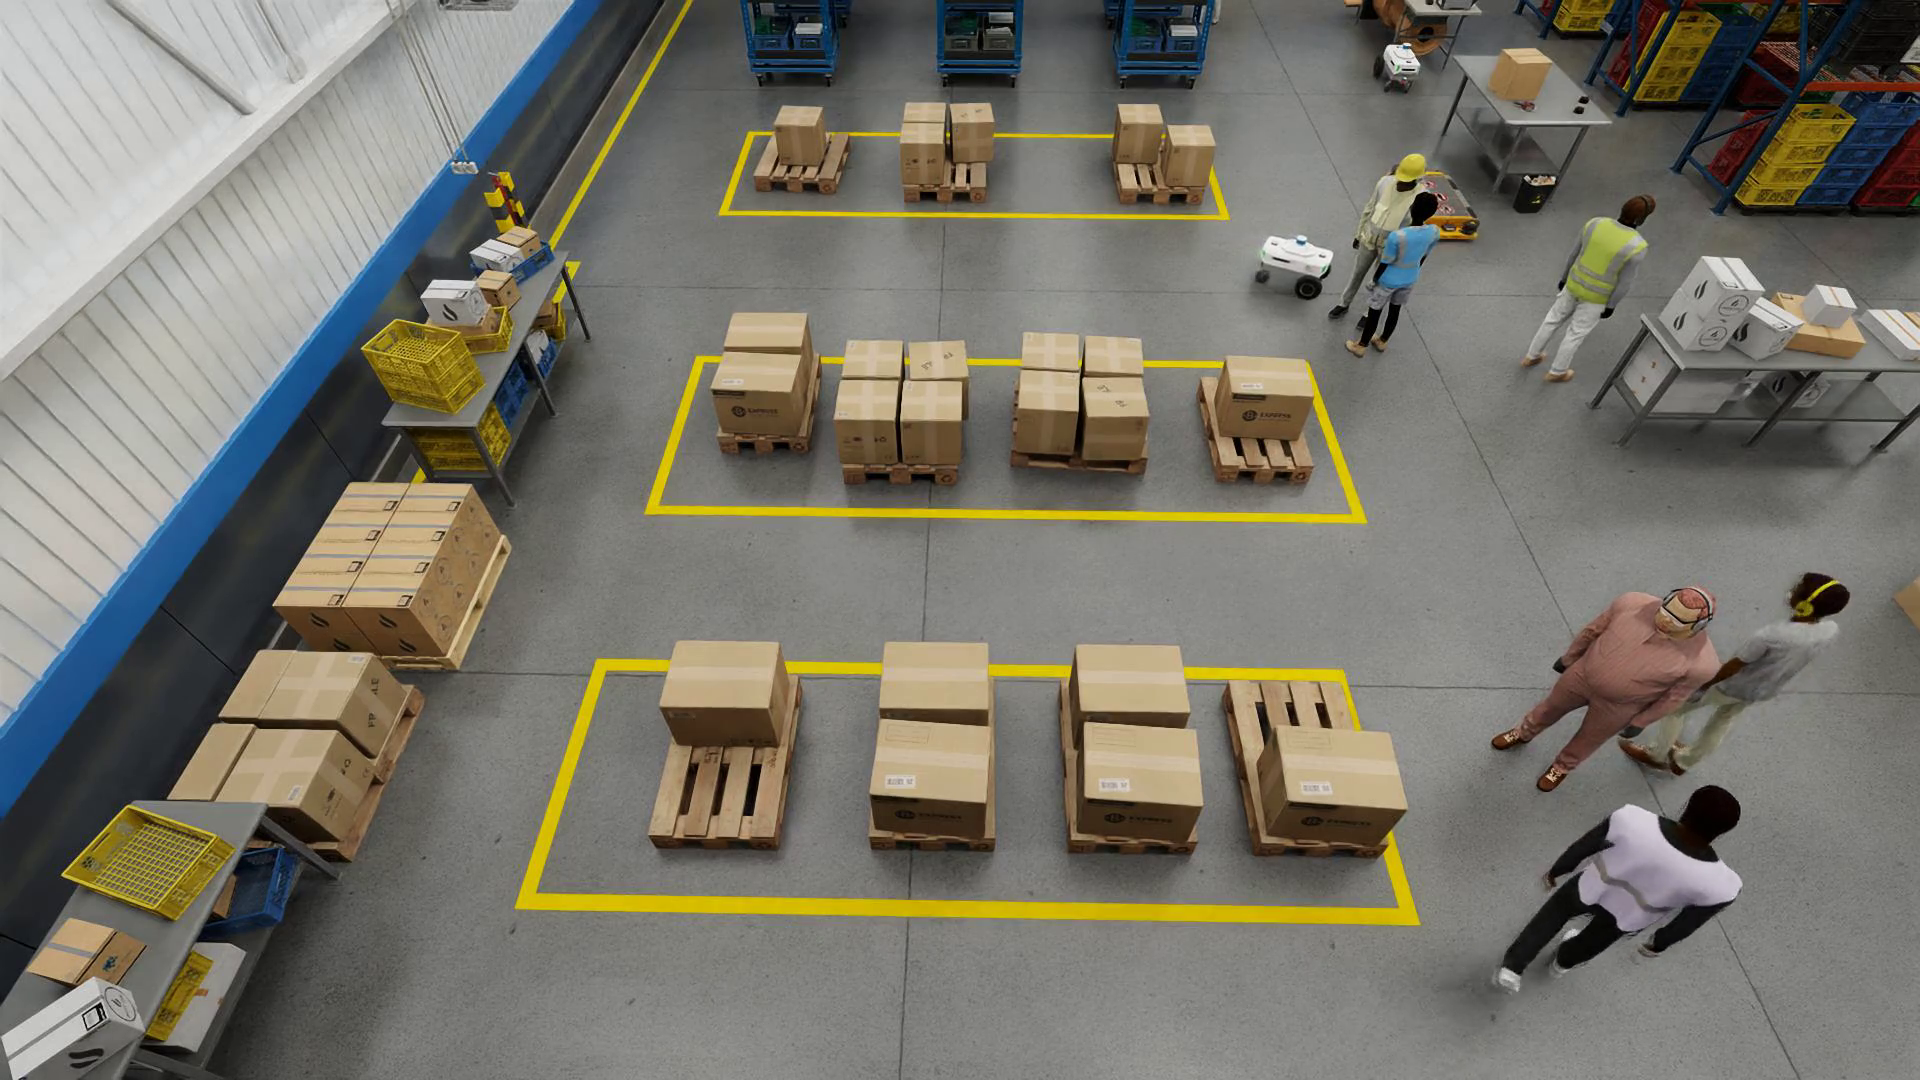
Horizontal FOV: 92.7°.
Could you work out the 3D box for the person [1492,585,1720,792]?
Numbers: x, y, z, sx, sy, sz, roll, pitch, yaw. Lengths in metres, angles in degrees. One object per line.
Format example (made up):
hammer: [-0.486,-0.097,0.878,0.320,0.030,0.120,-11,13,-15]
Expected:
person: [3.986,0.913,5.652,0.410,1.908,0.642,-23,53,-19]

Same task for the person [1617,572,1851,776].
person: [4.841,0.889,5.714,0.550,1.857,0.359,-6,49,-5]

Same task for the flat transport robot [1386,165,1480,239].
flat transport robot: [5.692,-4.094,11.059,0.652,0.197,1.431,1,49,1]

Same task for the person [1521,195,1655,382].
person: [5.834,-2.313,8.486,0.430,1.845,0.619,-19,52,-16]

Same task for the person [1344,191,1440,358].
person: [4.147,-2.499,8.741,0.535,1.697,0.318,-13,50,-11]

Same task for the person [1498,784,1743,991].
person: [3.410,1.916,4.798,0.696,1.893,0.625,-33,57,-25]

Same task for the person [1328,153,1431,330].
person: [4.164,-2.930,9.032,0.587,1.823,0.403,36,58,27]

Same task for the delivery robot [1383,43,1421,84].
delivery robot: [6.384,-6.916,13.255,0.477,0.478,0.707,2,49,2]

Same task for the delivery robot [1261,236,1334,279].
delivery robot: [3.631,-3.051,9.910,0.707,0.478,0.477,22,53,18]

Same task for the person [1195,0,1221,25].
person: [4.037,-9.034,14.431,0.522,1.645,0.306,5,49,4]
